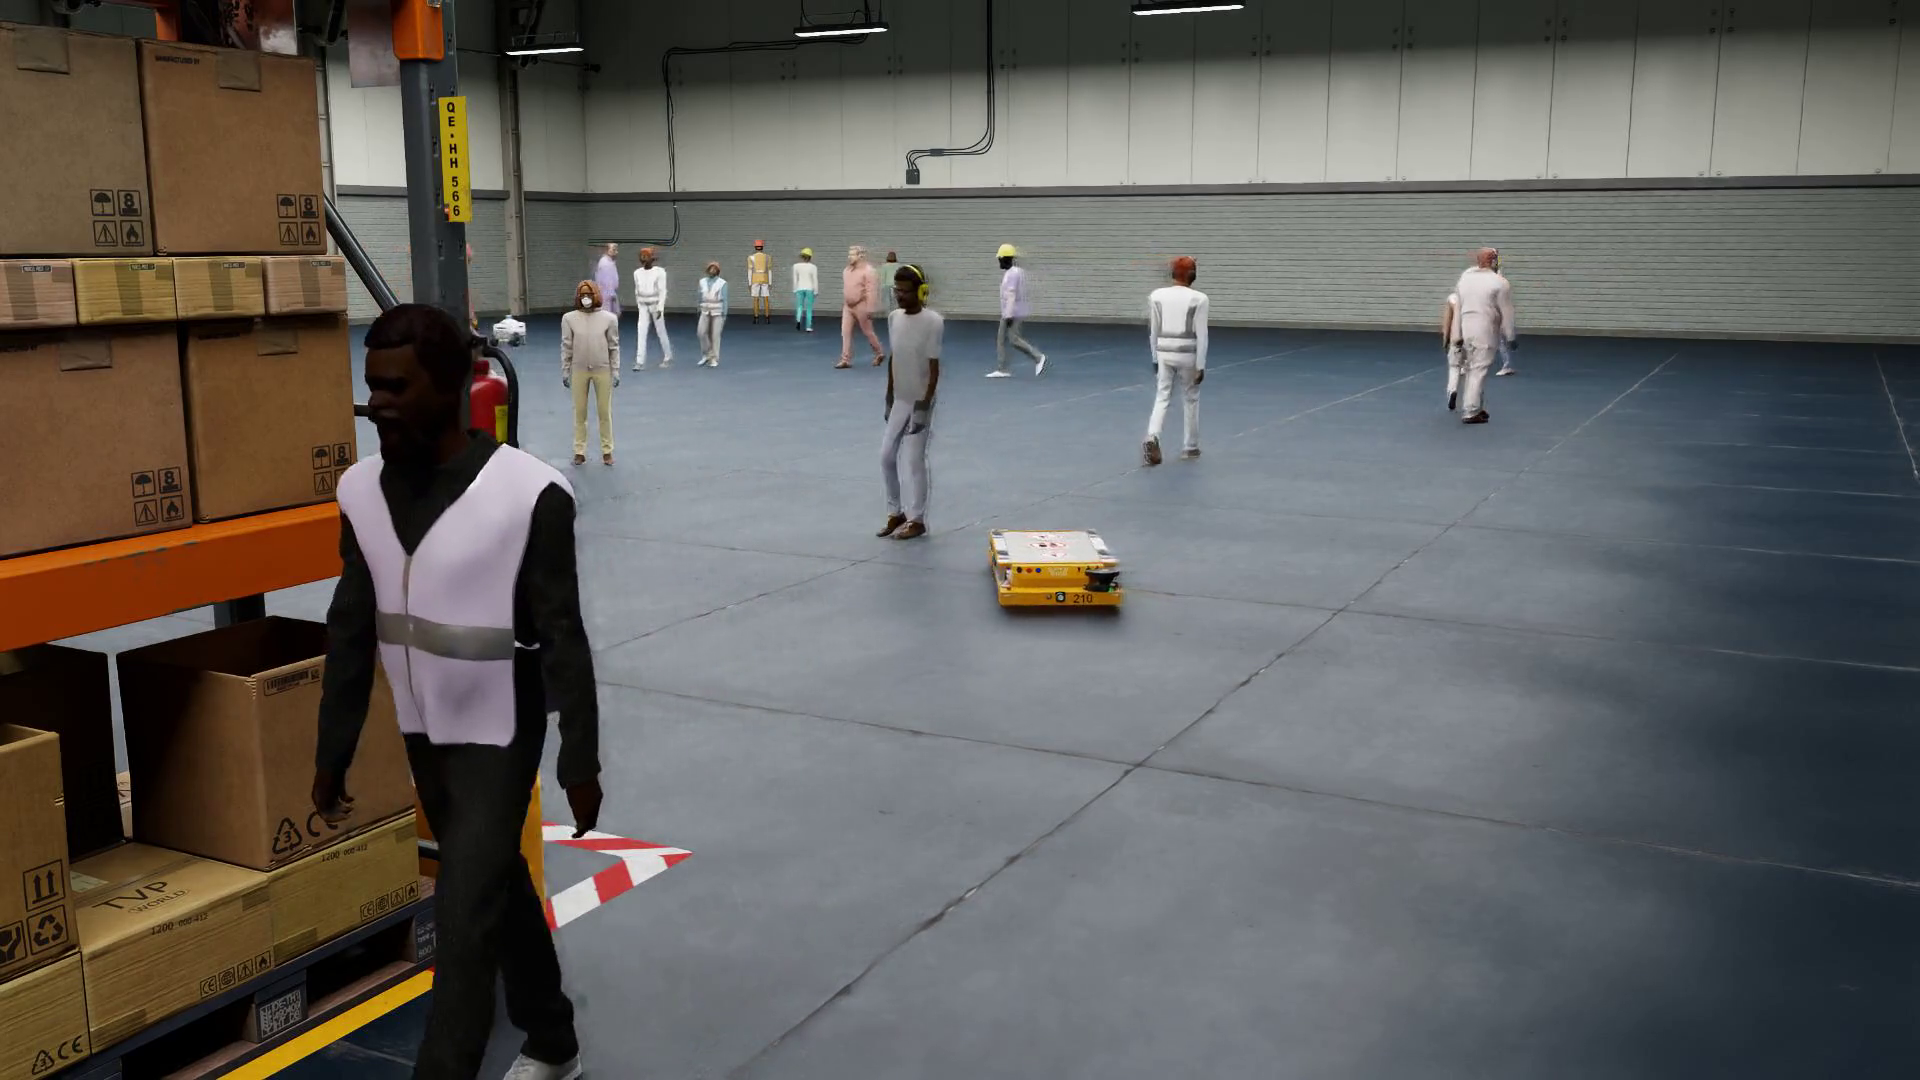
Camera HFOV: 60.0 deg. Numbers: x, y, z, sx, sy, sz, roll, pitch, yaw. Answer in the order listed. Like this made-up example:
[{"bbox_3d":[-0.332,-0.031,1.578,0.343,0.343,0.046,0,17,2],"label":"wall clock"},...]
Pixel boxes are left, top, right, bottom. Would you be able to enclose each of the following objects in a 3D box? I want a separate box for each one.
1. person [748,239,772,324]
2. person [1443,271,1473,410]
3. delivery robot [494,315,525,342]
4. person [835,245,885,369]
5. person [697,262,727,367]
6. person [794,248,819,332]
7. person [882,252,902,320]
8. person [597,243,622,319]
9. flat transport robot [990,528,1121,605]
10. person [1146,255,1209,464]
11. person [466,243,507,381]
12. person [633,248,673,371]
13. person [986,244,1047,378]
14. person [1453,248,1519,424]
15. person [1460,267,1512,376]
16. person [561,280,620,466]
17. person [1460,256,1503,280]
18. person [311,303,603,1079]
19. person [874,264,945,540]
[{"bbox_3d":[-4.567,-5.890,37.948,0.550,1.933,0.373,-3,11,-14],"label":"person"},{"bbox_3d":[5.813,-2.281,19.124,0.525,1.617,0.633,4,11,23],"label":"person"},{"bbox_3d":[-8.245,-3.869,30.439,0.477,0.478,0.707,2,11,10],"label":"delivery robot"},{"bbox_3d":[-1.521,-3.574,25.495,0.650,1.875,0.924,8,13,37],"label":"person"},{"bbox_3d":[-3.807,-3.465,25.603,0.538,1.611,0.368,3,11,16],"label":"person"},{"bbox_3d":[-3.229,-5.238,34.861,0.551,1.753,0.393,3,11,14],"label":"person"},{"bbox_3d":[-1.611,-6.028,39.524,0.498,1.634,0.278,-1,10,-7],"label":"person"},{"bbox_3d":[-6.654,-4.672,31.491,0.506,1.878,0.653,0,10,0],"label":"person"},{"bbox_3d":[0.526,0.137,9.629,0.652,0.197,1.431,0,10,-1],"label":"flat transport robot"},{"bbox_3d":[1.926,-1.606,14.825,0.577,1.858,0.855,5,12,27],"label":"person"},{"bbox_3d":[-6.667,-3.006,22.243,1.049,1.943,0.626,-3,11,-14],"label":"person"},{"bbox_3d":[-4.637,-3.481,25.101,0.578,1.844,0.965,3,11,16],"label":"person"},{"bbox_3d":[0.797,-3.244,23.613,0.779,1.902,0.598,-2,11,-11],"label":"person"},{"bbox_3d":[5.725,-2.199,17.993,0.774,1.881,0.669,-6,12,-29],"label":"person"},{"bbox_3d":[7.599,-3.214,23.947,0.893,1.720,0.535,-2,11,-12],"label":"person"},{"bbox_3d":[-3.249,-1.466,14.648,0.507,1.633,0.278,-1,10,-8],"label":"person"},{"bbox_3d":[7.859,-3.444,25.030,0.626,1.780,0.980,8,13,38],"label":"person"},{"bbox_3d":[-1.125,0.452,3.522,0.622,1.873,0.937,6,12,29],"label":"person"},{"bbox_3d":[-0.328,-0.891,10.975,0.557,1.838,0.487,8,13,37],"label":"person"}]
